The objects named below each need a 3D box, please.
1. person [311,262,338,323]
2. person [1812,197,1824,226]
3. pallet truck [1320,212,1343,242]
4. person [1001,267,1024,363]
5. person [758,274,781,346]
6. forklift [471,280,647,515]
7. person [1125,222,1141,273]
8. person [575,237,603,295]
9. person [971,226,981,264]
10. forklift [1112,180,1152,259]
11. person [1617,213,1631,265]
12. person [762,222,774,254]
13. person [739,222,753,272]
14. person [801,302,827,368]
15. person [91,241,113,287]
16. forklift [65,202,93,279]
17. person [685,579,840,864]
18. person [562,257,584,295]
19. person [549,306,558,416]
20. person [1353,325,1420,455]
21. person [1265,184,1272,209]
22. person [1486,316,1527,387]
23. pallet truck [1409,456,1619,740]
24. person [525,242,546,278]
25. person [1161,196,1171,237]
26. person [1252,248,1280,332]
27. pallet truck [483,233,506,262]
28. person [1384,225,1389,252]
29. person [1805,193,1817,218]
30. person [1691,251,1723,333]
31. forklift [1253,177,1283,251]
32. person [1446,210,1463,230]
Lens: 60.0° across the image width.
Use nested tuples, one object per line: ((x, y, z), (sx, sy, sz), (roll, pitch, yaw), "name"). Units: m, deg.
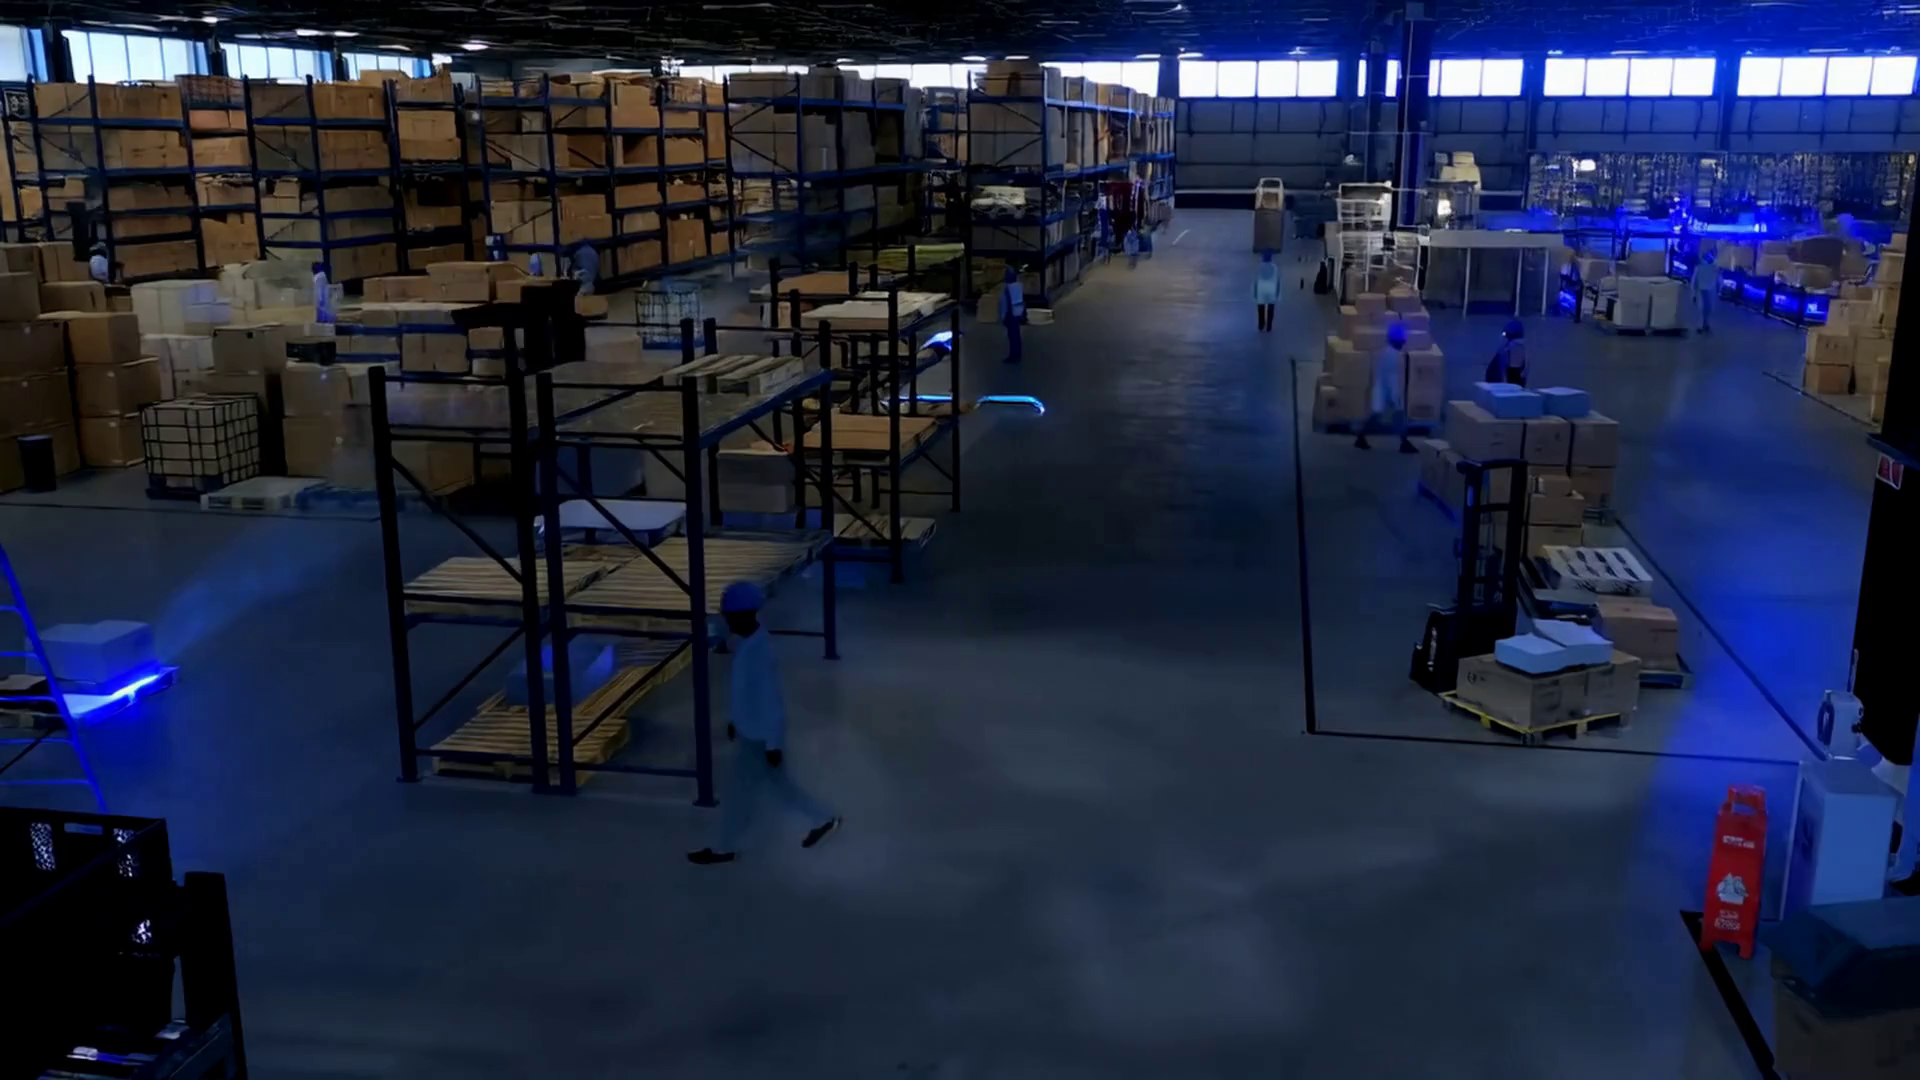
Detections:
((-14.736, -5.643, 38.630), (0.832, 1.659, 0.538), (-7, 15, -26), "person")
((36.951, -13.845, 71.565), (0.523, 1.831, 0.585), (2, 14, 10), "person")
((15.874, -13.227, 70.310), (0.680, 1.201, 1.601), (10, 17, 35), "pallet truck")
((1.080, -4.541, 33.618), (0.392, 1.921, 0.593), (7, 15, 26), "person")
((-4.114, -4.948, 35.950), (0.526, 1.591, 0.884), (-5, 15, -18), "person")
((-4.928, -1.744, 20.283), (1.873, 2.768, 1.129), (3, 14, 10), "forklift")
((5.724, -9.669, 54.970), (0.537, 1.664, 0.844), (2, 14, 8), "person")
((-9.836, -7.015, 43.742), (0.649, 1.891, 1.023), (7, 16, 28), "person")
((0.563, -10.551, 58.337), (0.523, 1.769, 0.310), (12, 18, 40), "person")
((6.082, -11.722, 60.796), (1.873, 2.768, 1.129), (2, 14, 9), "forklift")
((23.185, -10.510, 58.074), (0.403, 1.818, 0.599), (10, 17, 34), "person")
((-7.263, -11.674, 63.164), (0.508, 1.632, 0.265), (-1, 14, -5), "person")
((-7.142, -9.804, 55.444), (0.535, 1.698, 0.318), (-13, 19, -42), "person")
((-2.657, -3.716, 30.384), (0.517, 1.865, 0.328), (3, 14, 11), "person")
((-21.614, -6.563, 41.847), (0.691, 1.917, 0.547), (2, 14, 8), "person")
((-22.360, -7.193, 42.406), (1.873, 2.768, 1.129), (-7, 15, -26), "forklift")
((-1.250, 1.148, 10.601), (0.965, 1.889, 0.582), (-2, 14, -8), "person")
((-9.361, -6.023, 40.235), (0.525, 1.631, 0.313), (0, 14, -2), "person")
((-6.738, -2.917, 27.210), (0.443, 1.826, 0.634), (-3, 14, -11), "person")
((6.230, -2.204, 24.224), (1.019, 1.885, 0.537), (13, 19, 43), "person")
((15.401, -16.725, 82.928), (0.393, 1.995, 0.612), (8, 16, 30), "person")
((7.822, -2.199, 23.861), (0.539, 2.000, 0.689), (4, 15, 18), "person")
((4.504, 0.400, 13.395), (0.823, 1.965, 1.885), (-6, 15, -23), "pallet truck")
((-10.783, -6.644, 42.312), (1.089, 1.852, 0.569), (1, 14, 3), "person")
((9.127, -14.341, 73.749), (0.346, 1.762, 0.524), (-10, 17, -36), "person")
((7.150, -5.834, 38.831), (0.635, 1.960, 0.590), (4, 14, 14), "person")
((-11.832, -7.026, 43.548), (1.885, 1.965, 0.823), (8, 16, 28), "pallet truck")
((14.444, -9.881, 55.886), (0.288, 1.633, 0.497), (-10, 17, -36), "person")
((39.837, -15.356, 77.769), (0.612, 1.809, 0.682), (2, 14, 10), "person")
((17.283, -5.731, 38.512), (0.664, 1.887, 0.447), (4, 14, 17), "person")
((12.083, -12.747, 64.956), (1.129, 2.768, 1.873), (3, 14, 10), "forklift")
((16.445, -9.944, 55.299), (0.609, 2.044, 0.397), (-4, 14, -16), "person")
